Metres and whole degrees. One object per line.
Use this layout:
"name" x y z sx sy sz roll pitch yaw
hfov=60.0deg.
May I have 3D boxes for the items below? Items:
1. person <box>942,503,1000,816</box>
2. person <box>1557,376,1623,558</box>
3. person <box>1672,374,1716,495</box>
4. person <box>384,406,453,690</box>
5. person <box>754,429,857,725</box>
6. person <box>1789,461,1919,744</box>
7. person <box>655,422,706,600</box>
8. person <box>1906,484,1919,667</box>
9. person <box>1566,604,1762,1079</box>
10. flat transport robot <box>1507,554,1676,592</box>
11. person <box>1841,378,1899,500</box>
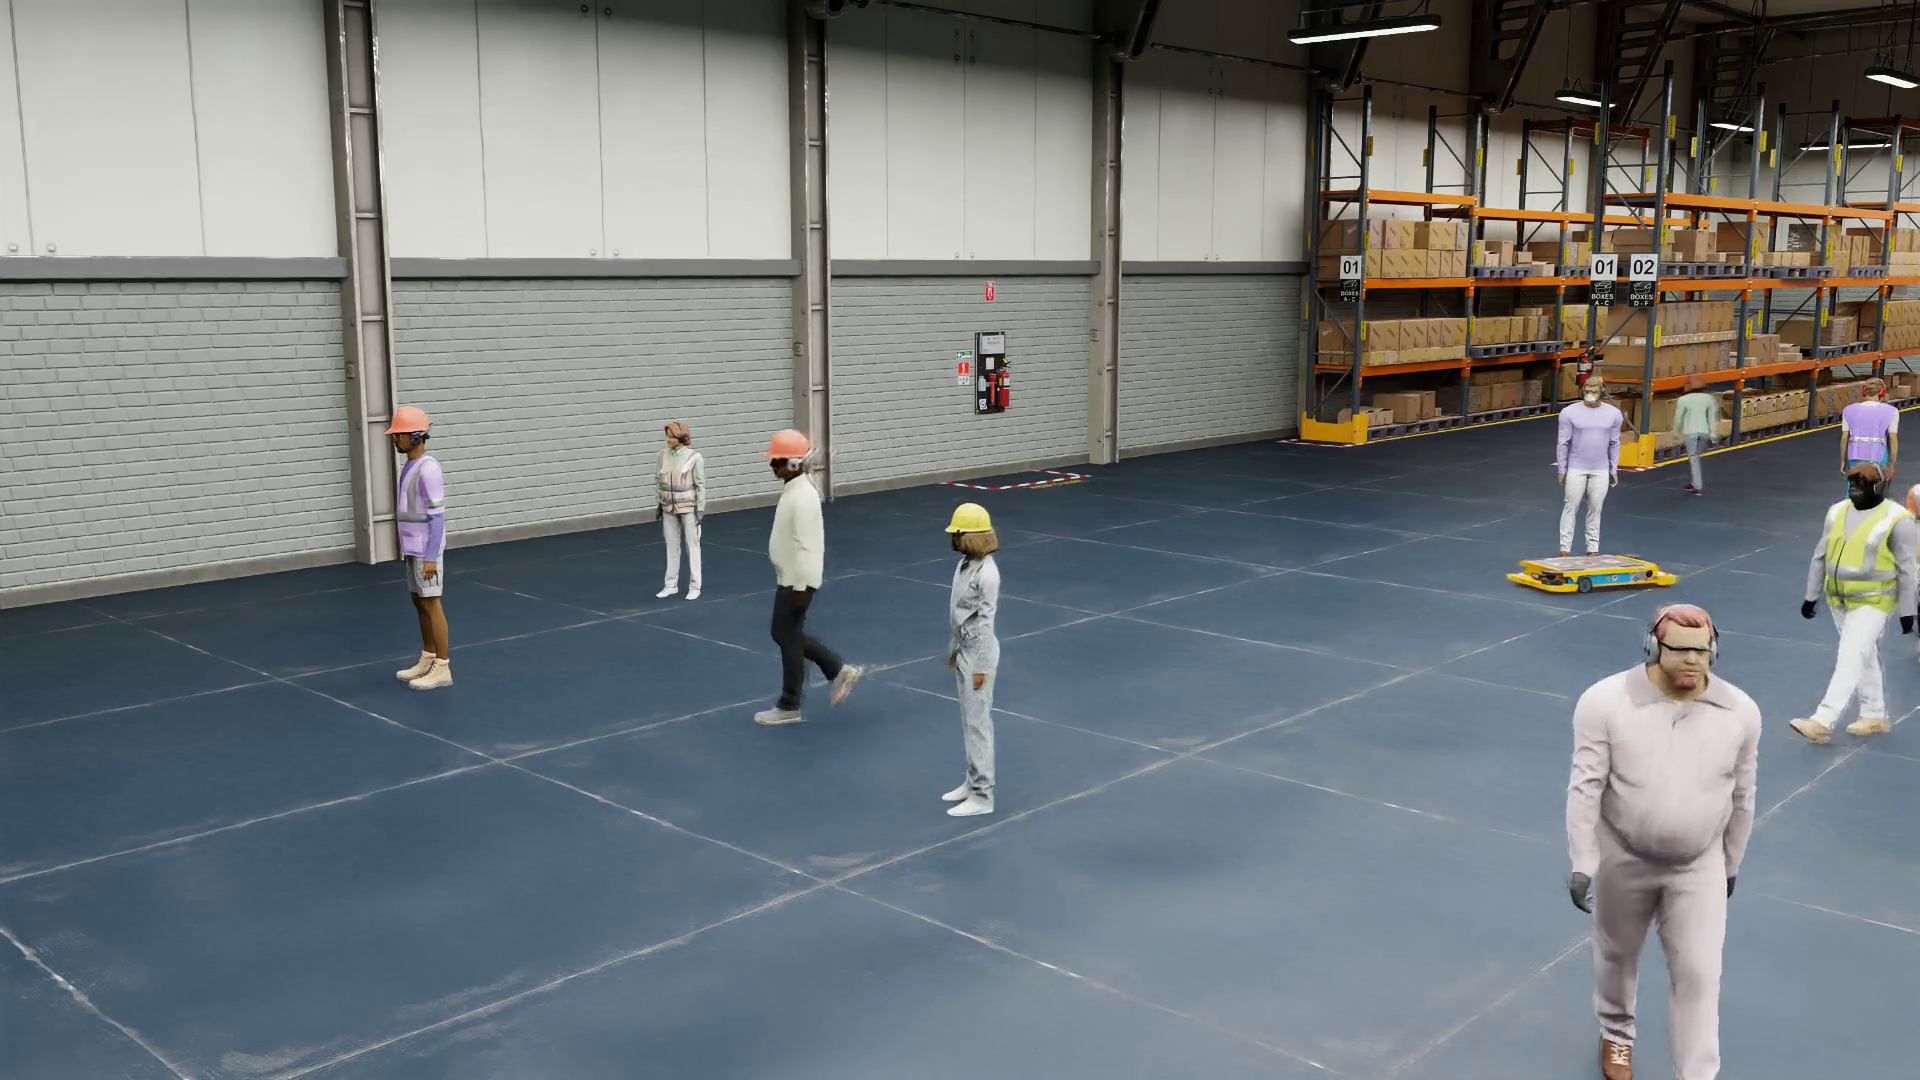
"person" 0.055 0.657 9.270 0.321 1.744 0.485 -2 10 -14
"person" 6.431 -0.713 17.027 0.629 1.935 0.372 1 9 7
"person" 9.822 -1.418 22.332 0.496 1.597 0.706 -2 9 -10
"person" -3.914 0.057 12.000 0.376 2.041 0.615 -6 11 -33
"person" -1.042 0.246 11.033 0.617 1.979 0.634 -2 10 -13
"person" 5.651 0.400 10.628 0.933 1.801 0.653 -3 10 -16
"person" -2.555 -0.266 15.206 0.514 1.637 0.314 4 10 24
"person" 7.547 0.120 12.742 0.739 1.664 0.552 -7 12 -38
"person" 2.475 1.156 5.870 0.648 1.859 0.987 2 10 15
"flat transport robot" 6.022 0.307 15.861 1.431 0.197 0.652 -3 10 -18
"person" 9.895 -0.848 18.132 0.565 1.839 0.385 8 12 40
